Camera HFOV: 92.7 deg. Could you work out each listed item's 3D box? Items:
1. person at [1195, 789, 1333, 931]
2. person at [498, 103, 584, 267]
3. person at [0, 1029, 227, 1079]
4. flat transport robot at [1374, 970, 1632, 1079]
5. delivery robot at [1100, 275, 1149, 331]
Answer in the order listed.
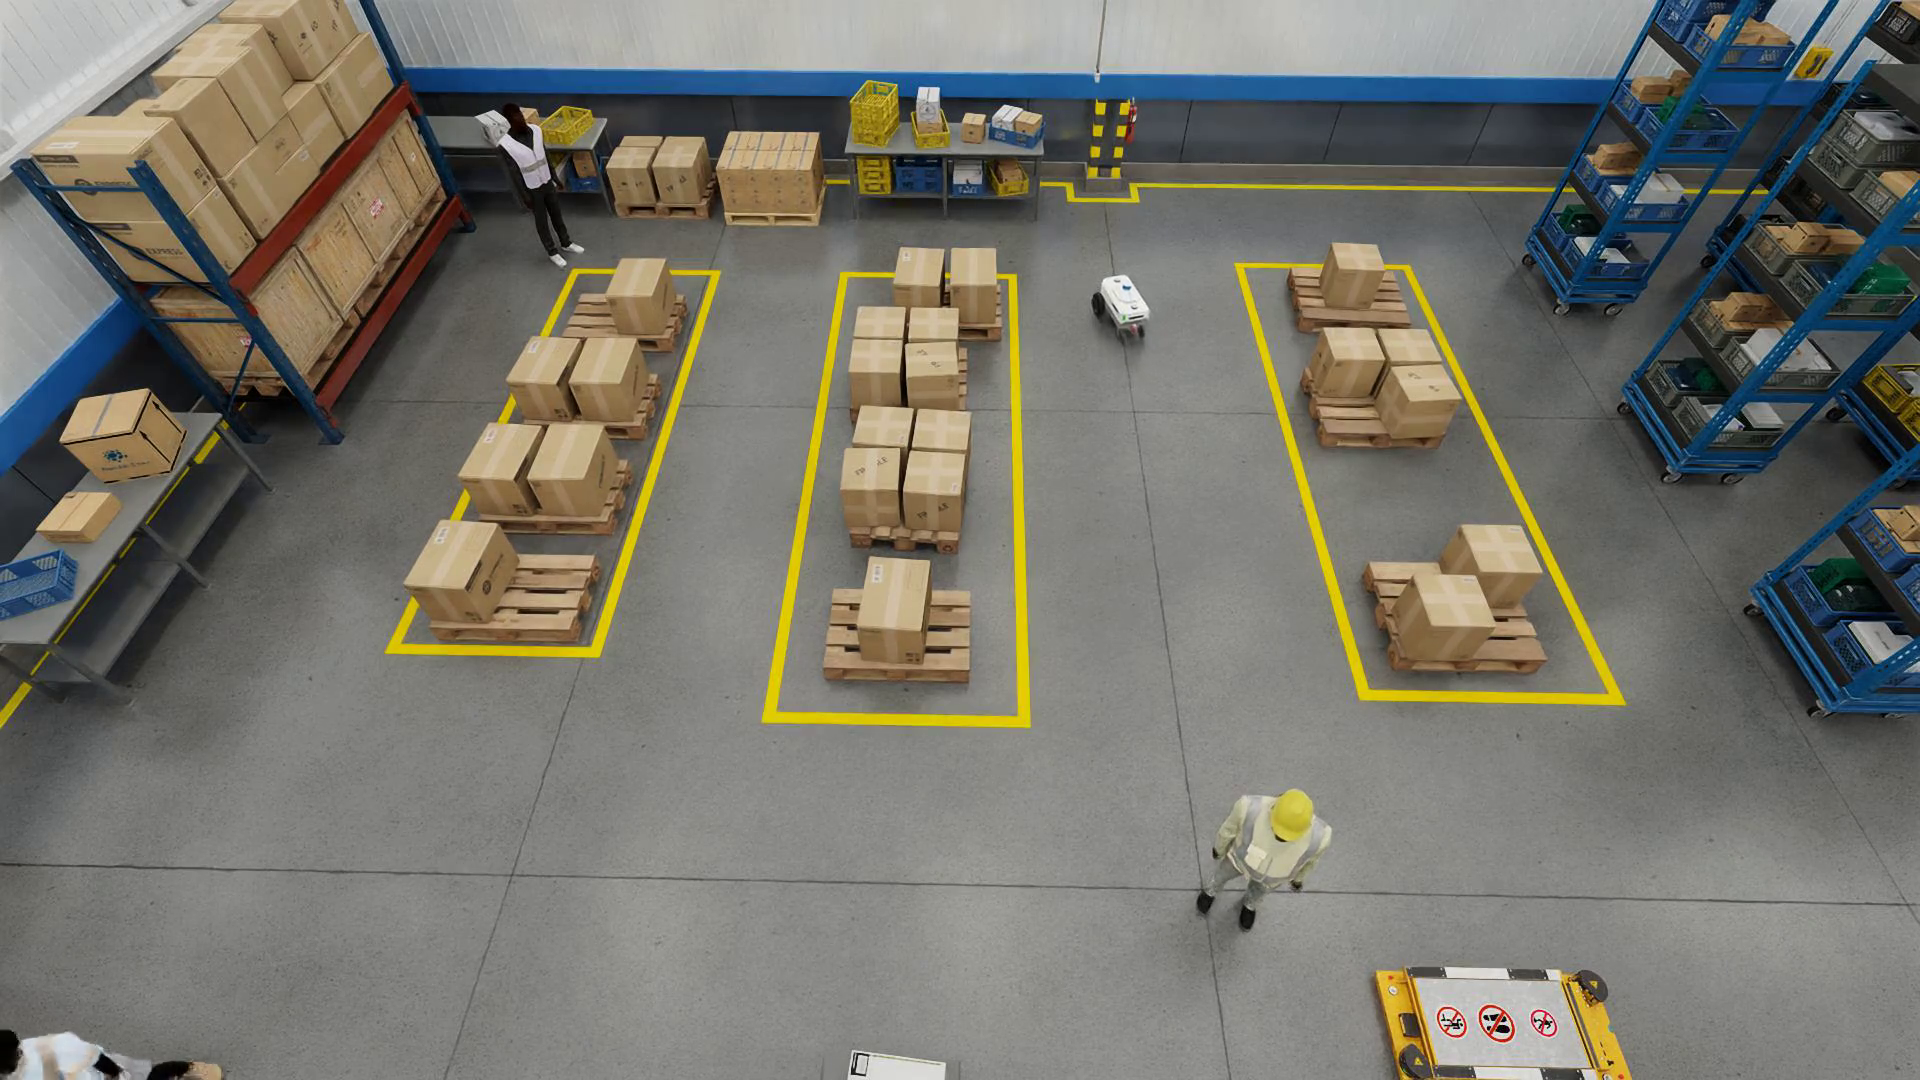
[{"bbox_3d":[1.908,2.026,5.816,0.599,1.829,0.404,18,53,14],"label":"person"},{"bbox_3d":[-4.990,-4.204,10.839,0.392,1.922,0.591,21,54,16],"label":"person"},{"bbox_3d":[-4.931,3.012,5.120,0.622,1.671,0.346,-18,53,-14],"label":"person"},{"bbox_3d":[3.501,3.133,5.914,1.431,0.197,0.652,1,51,1],"label":"flat transport robot"},{"bbox_3d":[1.875,-2.720,10.445,0.477,0.478,0.707,-12,52,-10],"label":"delivery robot"}]
